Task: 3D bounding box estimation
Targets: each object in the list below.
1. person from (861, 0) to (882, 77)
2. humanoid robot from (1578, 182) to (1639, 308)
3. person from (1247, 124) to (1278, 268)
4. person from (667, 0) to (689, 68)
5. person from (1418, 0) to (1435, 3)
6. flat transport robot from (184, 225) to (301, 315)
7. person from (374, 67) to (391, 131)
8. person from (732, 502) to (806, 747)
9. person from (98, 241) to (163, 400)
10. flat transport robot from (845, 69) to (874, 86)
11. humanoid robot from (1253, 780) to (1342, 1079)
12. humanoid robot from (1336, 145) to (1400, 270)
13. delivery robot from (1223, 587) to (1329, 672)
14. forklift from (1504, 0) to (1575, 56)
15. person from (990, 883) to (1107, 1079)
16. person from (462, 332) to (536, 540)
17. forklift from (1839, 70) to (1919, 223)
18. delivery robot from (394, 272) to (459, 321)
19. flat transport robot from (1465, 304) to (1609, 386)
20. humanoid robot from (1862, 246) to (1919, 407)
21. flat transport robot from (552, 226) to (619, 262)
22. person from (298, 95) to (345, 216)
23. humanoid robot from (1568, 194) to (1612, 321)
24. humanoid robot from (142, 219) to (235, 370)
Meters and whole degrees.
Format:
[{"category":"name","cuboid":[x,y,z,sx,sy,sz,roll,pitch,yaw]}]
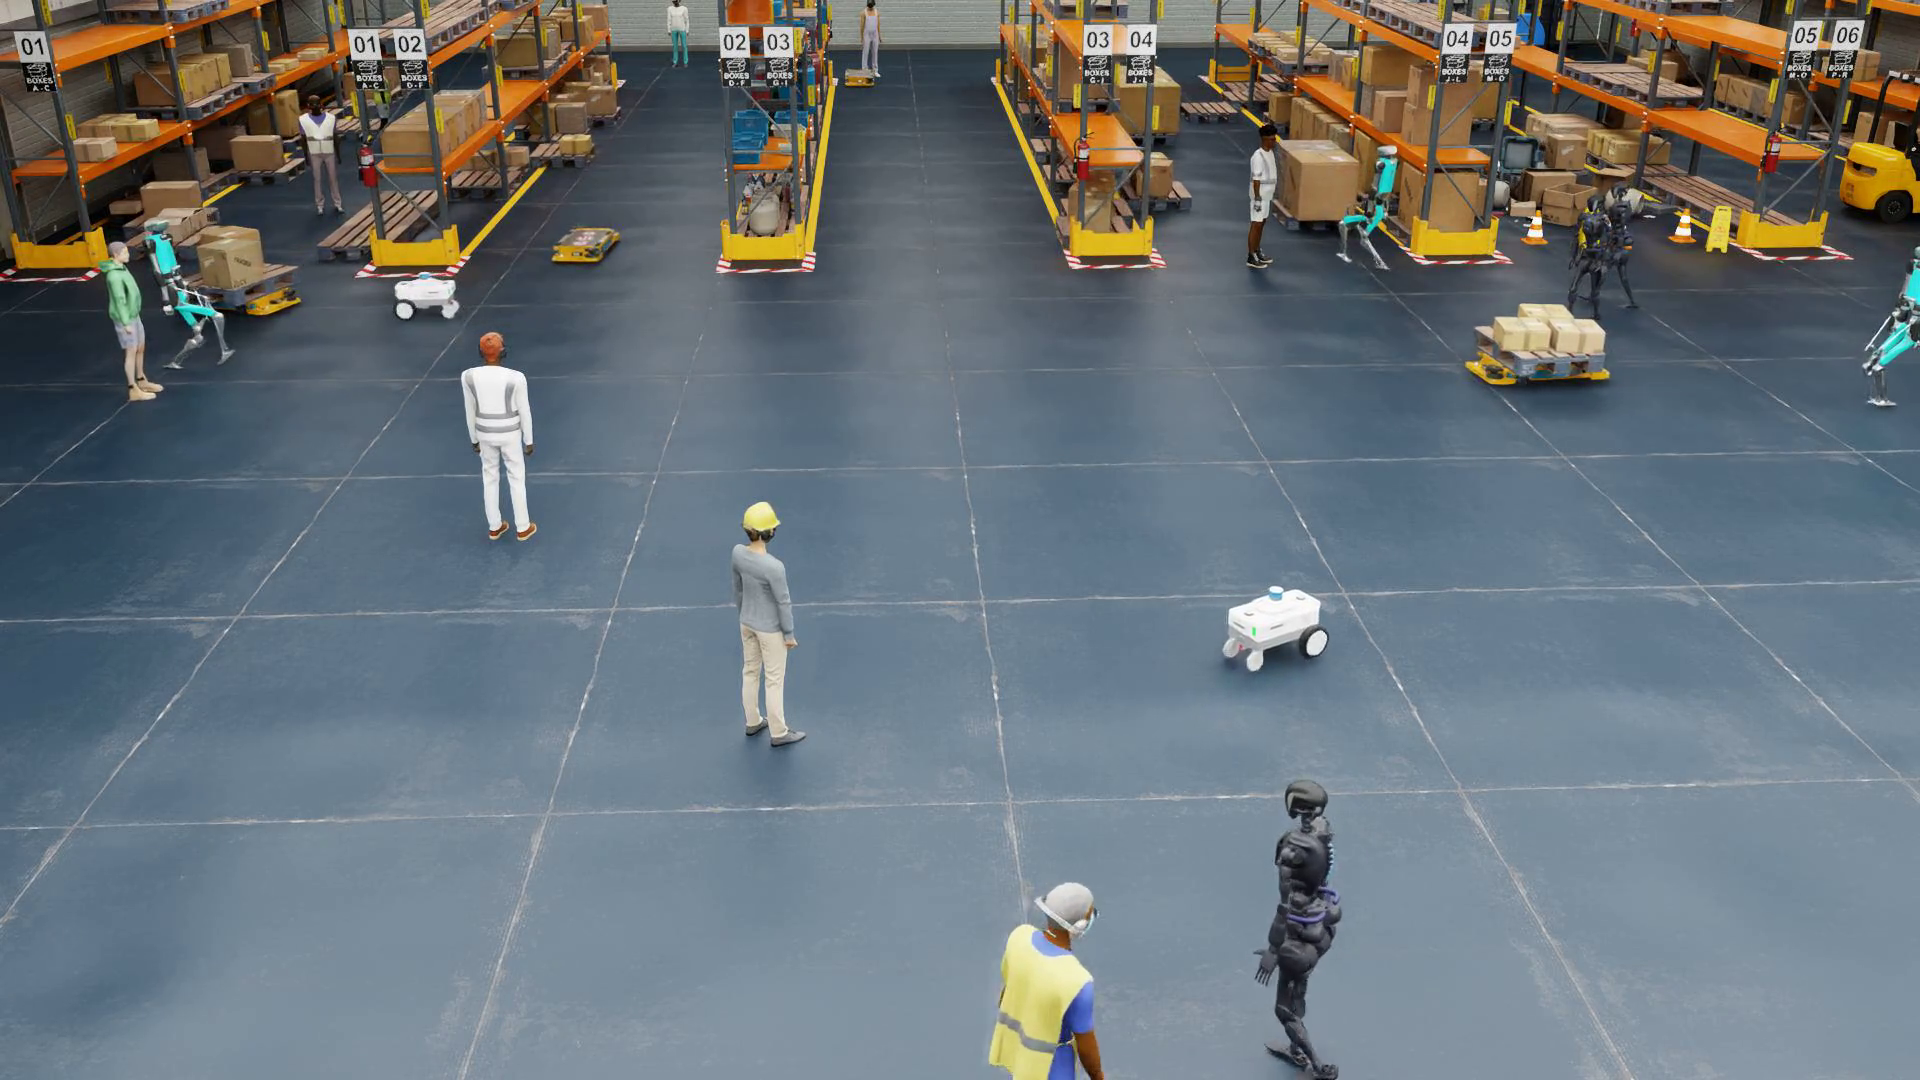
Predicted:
[{"category":"person","cuboid":[-2.077,-11.824,39.083,0.519,1.861,0.385,-9,25,-19]},{"category":"humanoid robot","cuboid":[8.407,-3.776,21.278,0.754,1.620,0.586,3,24,7]},{"category":"person","cuboid":[4.221,-4.803,23.180,0.368,1.965,0.605,11,26,23]},{"category":"person","cuboid":[-6.864,-12.417,40.532,0.532,1.766,0.324,2,24,5]},{"category":"person","cuboid":[11.719,-13.065,41.948,0.401,1.799,0.596,-13,27,-26]},{"category":"flat transport robot","cuboid":[-9.340,-3.131,21.507,1.431,0.231,0.659,8,25,18]},{"category":"person","cuboid":[-10.786,-8.189,31.113,0.316,1.695,0.540,-9,26,-19]},{"category":"person","cuboid":[-1.324,0.573,11.342,0.523,1.769,0.306,20,31,37]},{"category":"person","cuboid":[-9.009,-2.372,18.006,0.325,1.733,0.482,-4,24,-10]},{"category":"flat transport robot","cuboid":[-2.323,-10.698,38.510,0.659,0.231,1.431,-1,24,-2]},{"category":"humanoid robot","cuboid":[1.752,1.975,8.333,0.438,1.646,0.598,17,29,33]},{"category":"humanoid robot","cuboid":[5.613,-4.620,23.101,1.028,1.763,0.541,21,31,39]},{"category":"delivery robot","cuboid":[2.406,0.647,12.687,0.812,0.611,0.499,-14,28,-29]},{"category":"forklift","cuboid":[14.700,-13.805,42.301,1.873,2.768,1.129,-1,24,-2]},{"category":"person","cuboid":[0.374,2.302,7.336,0.487,1.870,0.545,-15,28,-31]},{"category":"person","cuboid":[-4.003,-0.893,14.510,0.565,1.878,0.353,0,24,1]},{"category":"forklift","cuboid":[15.132,-6.143,25.915,2.313,2.155,1.214,-1,24,-2]},{"category":"delivery robot","cuboid":[-6.784,-3.084,21.073,0.816,0.613,0.499,-2,24,-4]},{"category":"flat transport robot","cuboid":[6.560,-1.982,18.925,1.431,0.231,0.659,-4,24,-9]},{"category":"humanoid robot","cuboid":[9.918,-2.224,17.651,0.688,1.792,0.535,-4,24,-10]},{"category":"flat transport robot","cuboid":[-5.416,-4.283,24.097,0.659,0.231,1.431,1,24,1]},{"category":"person","cuboid":[-10.022,-6.052,26.135,0.565,1.843,0.390,-12,27,-26]},{"category":"humanoid robot","cuboid":[7.817,-3.477,20.576,0.628,1.641,0.592,-13,27,-27]},{"category":"humanoid robot","cuboid":[-8.698,-2.776,18.969,1.033,1.760,0.578,0,24,0]}]
